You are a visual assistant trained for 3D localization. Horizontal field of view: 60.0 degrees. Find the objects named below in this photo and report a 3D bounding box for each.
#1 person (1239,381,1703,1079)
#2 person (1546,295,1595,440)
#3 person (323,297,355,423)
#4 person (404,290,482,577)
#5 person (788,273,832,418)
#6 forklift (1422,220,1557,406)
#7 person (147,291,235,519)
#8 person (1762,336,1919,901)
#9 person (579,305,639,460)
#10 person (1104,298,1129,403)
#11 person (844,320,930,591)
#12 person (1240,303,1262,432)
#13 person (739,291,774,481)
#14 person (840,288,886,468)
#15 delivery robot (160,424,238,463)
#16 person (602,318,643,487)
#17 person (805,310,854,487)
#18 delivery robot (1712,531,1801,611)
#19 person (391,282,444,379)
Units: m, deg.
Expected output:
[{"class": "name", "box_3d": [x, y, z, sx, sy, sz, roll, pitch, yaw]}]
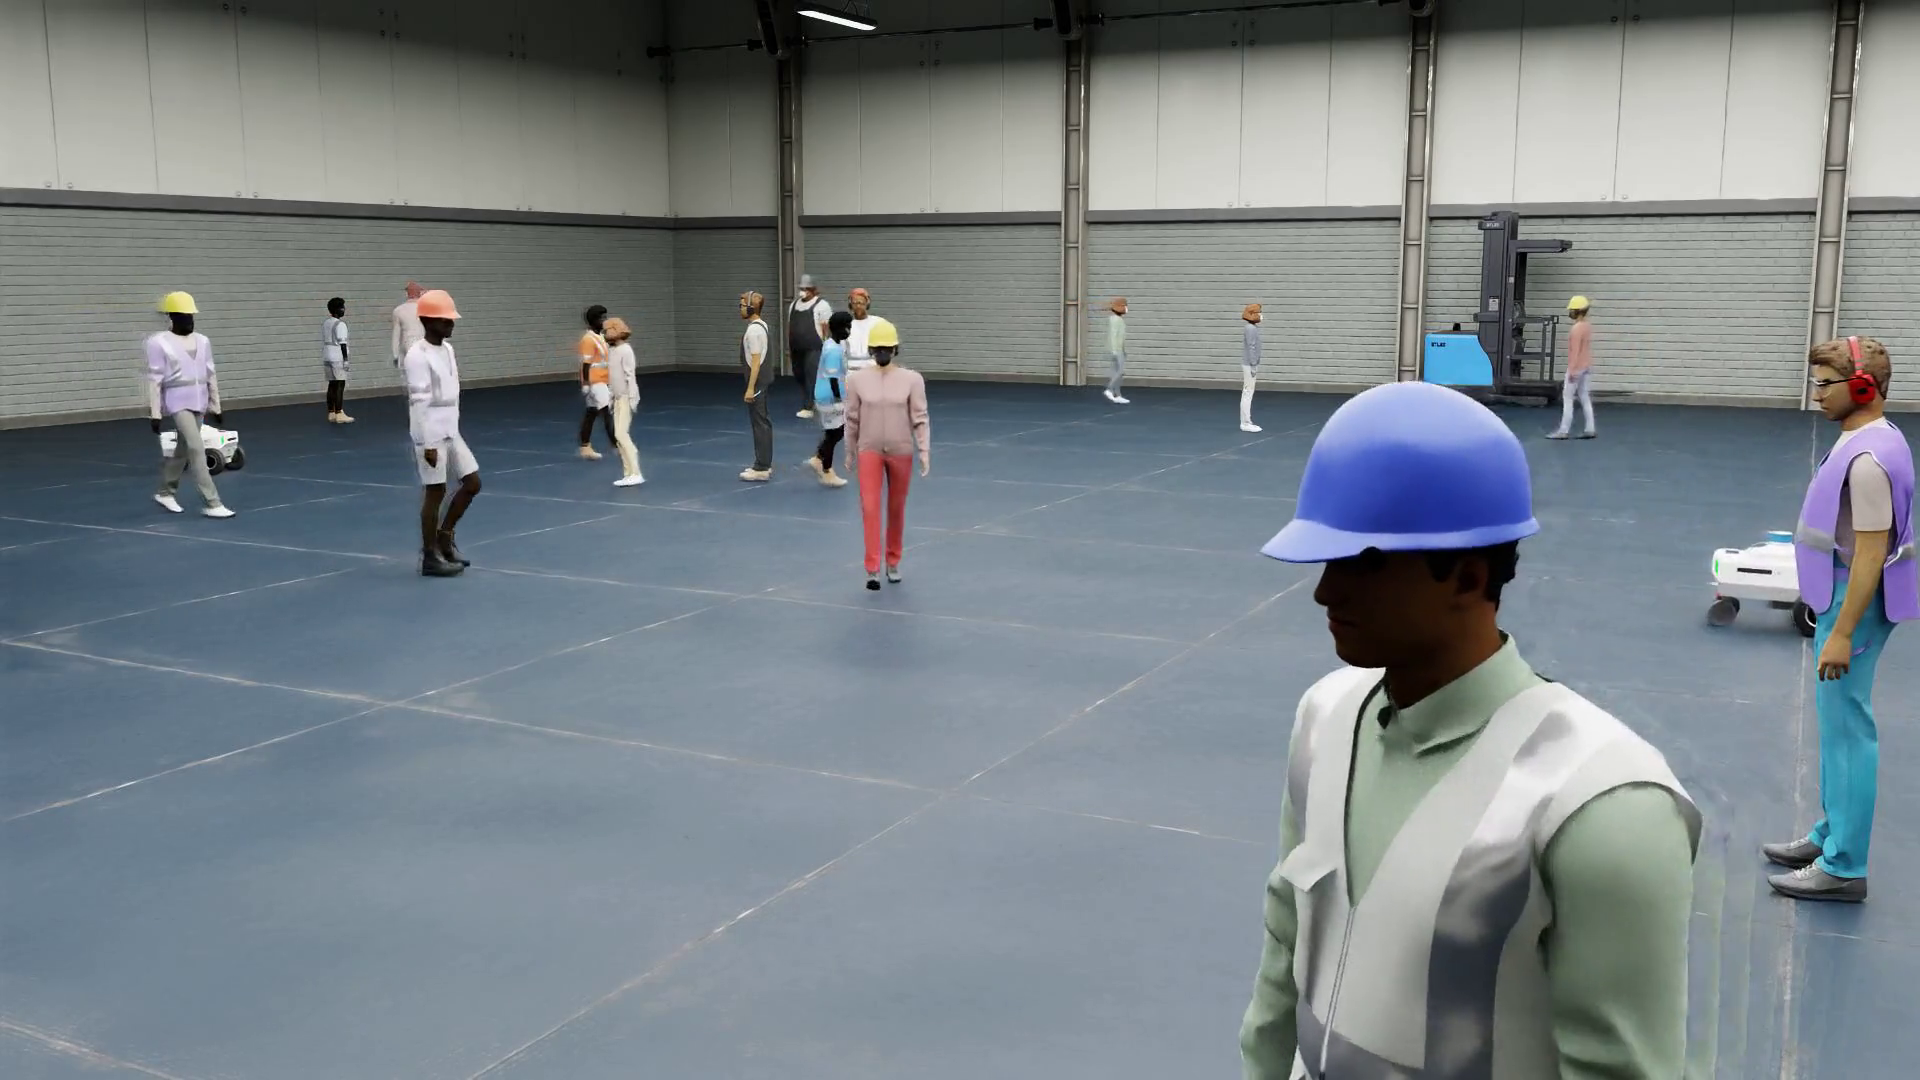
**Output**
[{"class": "person", "box_3d": [0.473, 0.785, 1.918, 0.632, 1.923, 0.655, -3, 10, -18]}, {"class": "person", "box_3d": [7.527, -2.105, 20.322, 0.436, 1.772, 0.529, 7, 12, 38]}, {"class": "person", "box_3d": [-8.440, -2.438, 22.540, 0.530, 1.689, 0.322, 9, 13, 43]}, {"class": "person", "box_3d": [-3.480, -0.712, 11.183, 0.442, 1.917, 0.562, 2, 9, 10]}, {"class": "person", "box_3d": [-2.112, -2.743, 23.467, 0.689, 2.000, 0.768, 6, 11, 32]}, {"class": "forklift", "box_3d": [8.245, -3.527, 25.720, 1.873, 2.768, 1.129, 5, 10, 27]}, {"class": "person", "box_3d": [-6.507, -1.140, 13.951, 0.966, 1.886, 0.598, 4, 10, 22]}, {"class": "person", "box_3d": [2.922, 0.256, 5.461, 0.390, 1.838, 0.564, 4, 10, 25]}, {"class": "person", "box_3d": [-3.817, -1.694, 17.990, 0.742, 1.669, 0.541, 0, 9, 2]}, {"class": "person", "box_3d": [2.474, -2.929, 25.731, 0.328, 1.620, 0.531, 3, 10, 18]}, {"class": "person", "box_3d": [-0.470, -0.536, 10.670, 0.545, 1.719, 0.902, -1, 9, -4]}, {"class": "person", "box_3d": [3.747, -2.220, 21.359, 0.285, 1.633, 0.499, 1, 9, 6]}, {"class": "person", "box_3d": [-2.010, -1.516, 16.367, 0.345, 1.847, 0.506, 1, 9, 6]}, {"class": "person", "box_3d": [-1.009, -1.668, 17.262, 0.599, 1.862, 0.697, -1, 9, -5]}, {"class": "delivery robot", "box_3d": [-7.796, -1.006, 17.035, 0.707, 0.478, 0.477, 1, 9, 5]}, {"class": "person", "box_3d": [-3.224, -1.306, 15.819, 0.365, 1.603, 0.589, -5, 11, -30]}, {"class": "person", "box_3d": [-1.194, -1.329, 15.728, 0.421, 1.668, 0.567, 0, 9, -1]}, {"class": "delivery robot", "box_3d": [4.747, 0.194, 9.635, 0.707, 0.478, 0.477, 5, 11, 29]}, {"class": "person", "box_3d": [-7.256, -2.494, 22.241, 0.677, 1.891, 0.431, -5, 10, -28]}]
